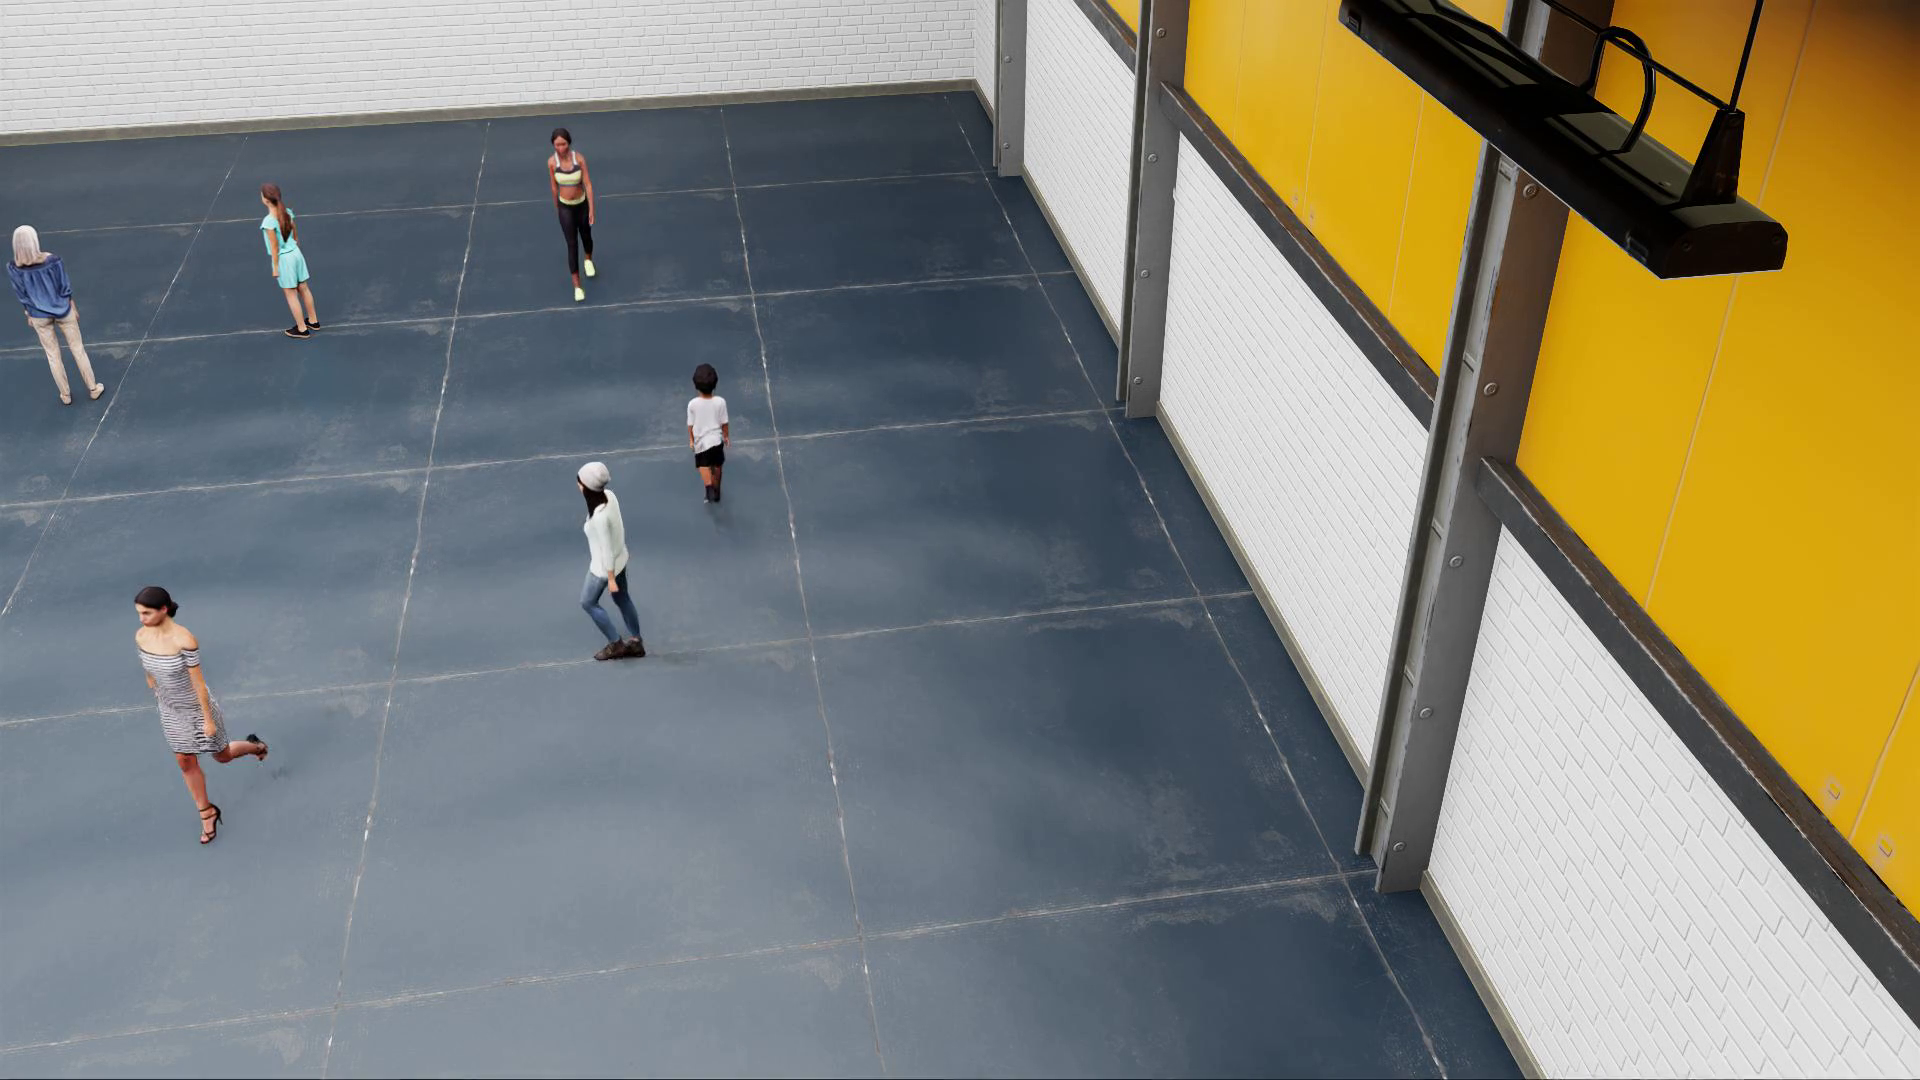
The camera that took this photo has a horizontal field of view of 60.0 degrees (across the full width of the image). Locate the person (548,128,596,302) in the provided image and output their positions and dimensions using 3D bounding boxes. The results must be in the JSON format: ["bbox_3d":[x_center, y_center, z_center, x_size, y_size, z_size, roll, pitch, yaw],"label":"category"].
[{"bbox_3d":[-3.917,-3.386,16.986,0.600,1.703,1.170,-7,34,-11],"label":"person"}]

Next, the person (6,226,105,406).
[{"bbox_3d":[-8.158,-2.023,14.941,0.658,1.696,0.630,-12,36,-18],"label":"person"}]

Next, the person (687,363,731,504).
[{"bbox_3d":[-2.039,-0.820,13.535,0.529,1.250,0.636,-10,35,-15],"label":"person"}]

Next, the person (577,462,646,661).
[{"bbox_3d":[-2.395,0.167,11.702,0.706,1.636,0.615,2,34,3],"label":"person"}]

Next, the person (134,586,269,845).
[{"bbox_3d":[-4.692,1.019,10.269,0.817,1.802,1.045,7,34,10],"label":"person"}]

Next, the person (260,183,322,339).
[{"bbox_3d":[-6.520,-2.716,16.110,0.696,1.558,0.609,12,36,18],"label":"person"}]
